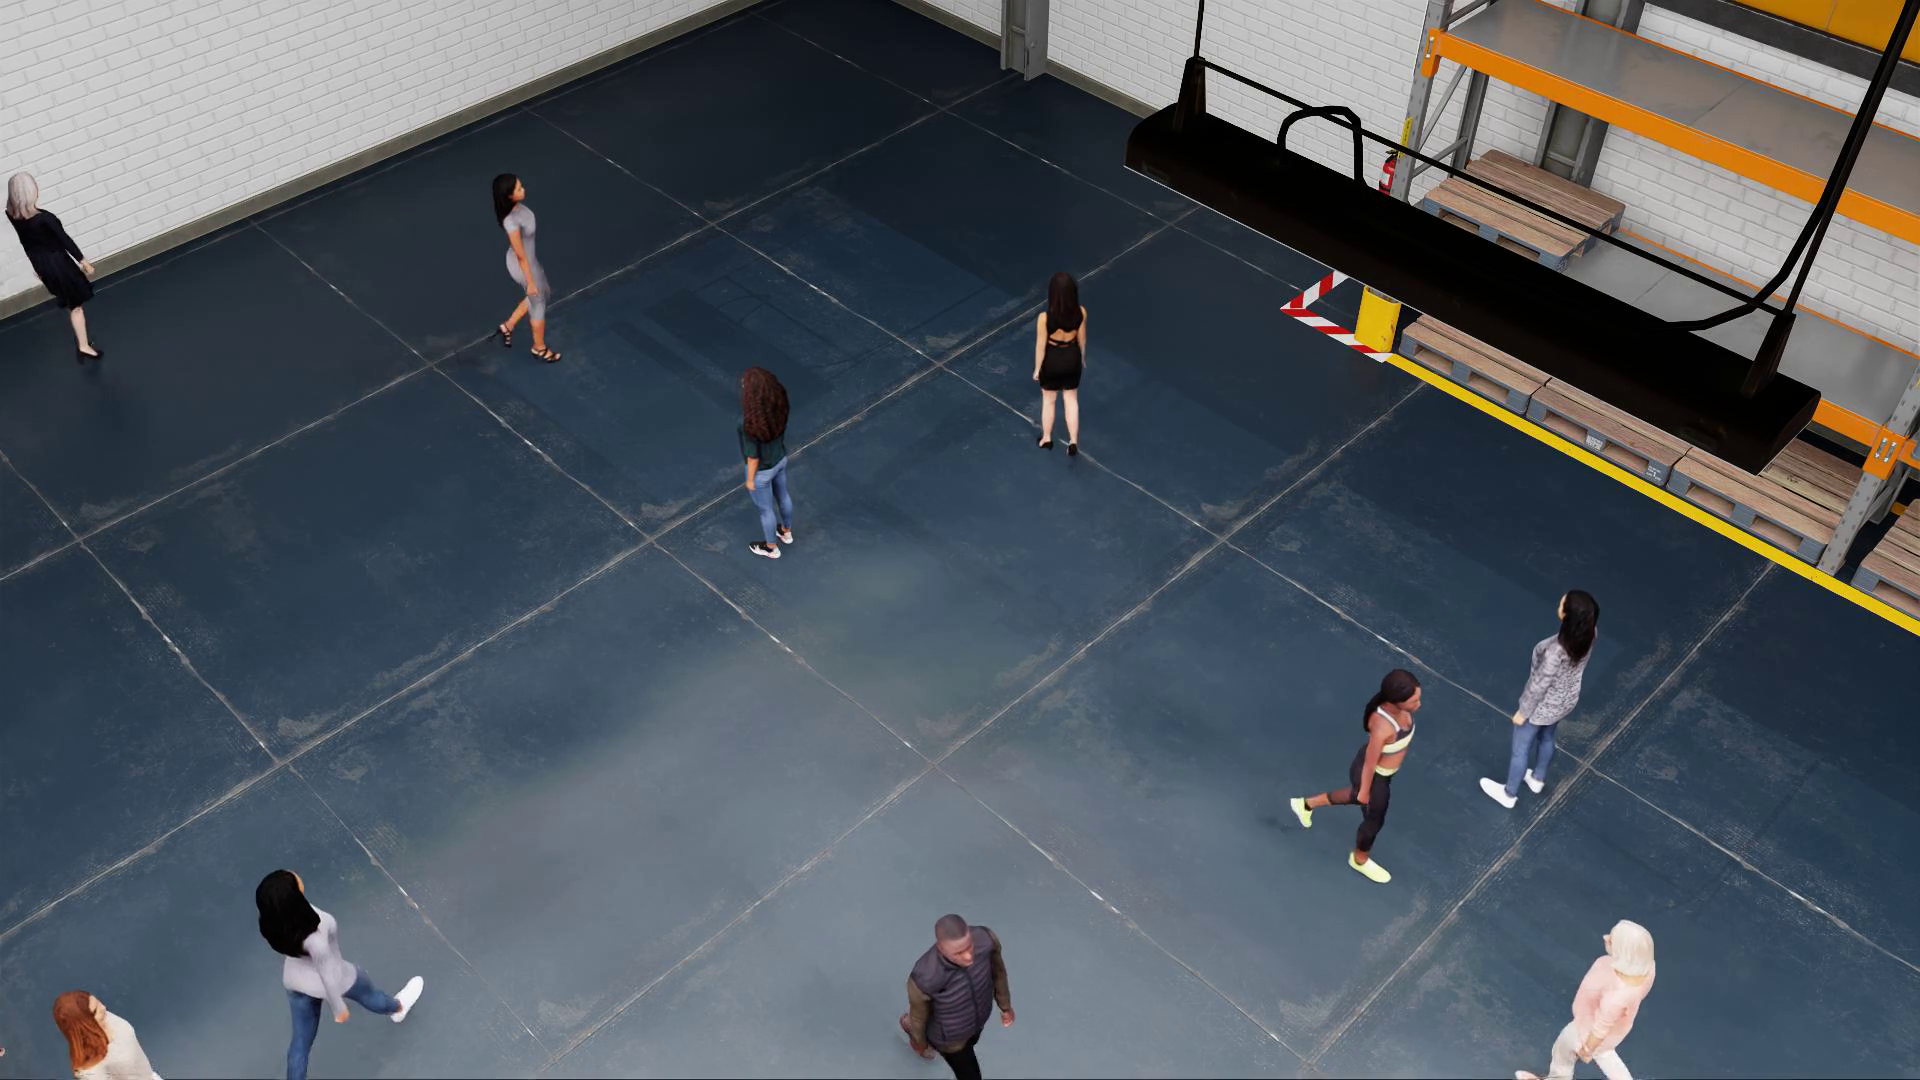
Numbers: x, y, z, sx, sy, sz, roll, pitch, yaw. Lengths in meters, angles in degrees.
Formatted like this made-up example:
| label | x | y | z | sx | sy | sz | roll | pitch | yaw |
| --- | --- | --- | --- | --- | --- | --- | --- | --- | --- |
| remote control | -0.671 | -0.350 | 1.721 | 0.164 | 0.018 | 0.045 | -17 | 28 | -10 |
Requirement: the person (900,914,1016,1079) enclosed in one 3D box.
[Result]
| label | x | y | z | sx | sy | sz | roll | pitch | yaw |
| --- | --- | --- | --- | --- | --- | --- | --- | --- | --- |
| person | -0.055 | 2.390 | 8.510 | 0.700 | 1.804 | 1.134 | -34 | 53 | -30 |

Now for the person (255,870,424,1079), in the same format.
| label | x | y | z | sx | sy | sz | roll | pitch | yaw |
| --- | --- | --- | --- | --- | --- | --- | --- | --- | --- |
| person | -3.388 | 2.372 | 8.617 | 1.237 | 1.683 | 0.956 | 19 | 47 | 19 |

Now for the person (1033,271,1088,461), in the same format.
| label | x | y | z | sx | sy | sz | roll | pitch | yaw |
| --- | --- | --- | --- | --- | --- | --- | --- | --- | --- |
| person | 0.769 | -1.295 | 12.484 | 0.684 | 1.658 | 0.720 | -10 | 45 | -10 |

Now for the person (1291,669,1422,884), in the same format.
| label | x | y | z | sx | sy | sz | roll | pitch | yaw |
| --- | --- | --- | --- | --- | --- | --- | --- | --- | --- |
| person | 2.332 | 1.314 | 9.687 | 0.992 | 1.739 | 0.744 | 20 | 47 | 20 |

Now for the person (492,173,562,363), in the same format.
| label | x | y | z | sx | sy | sz | roll | pitch | yaw |
| --- | --- | --- | --- | --- | --- | --- | --- | --- | --- |
| person | -3.562 | -2.136 | 13.287 | 0.855 | 1.768 | 0.828 | -11 | 45 | -11 |

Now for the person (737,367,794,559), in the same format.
| label | x | y | z | sx | sy | sz | roll | pitch | yaw |
| --- | --- | --- | --- | --- | --- | --- | --- | --- | --- |
| person | -1.363 | -0.547 | 11.729 | 0.652 | 1.617 | 0.646 | 24 | 49 | 23 |

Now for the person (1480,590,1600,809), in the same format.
| label | x | y | z | sx | sy | sz | roll | pitch | yaw |
| --- | --- | --- | --- | --- | --- | --- | --- | --- | --- |
| person | 3.563 | 0.967 | 10.057 | 0.650 | 1.731 | 0.577 | -26 | 50 | -25 |

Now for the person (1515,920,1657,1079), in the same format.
| label | x | y | z | sx | sy | sz | roll | pitch | yaw |
| --- | --- | --- | --- | --- | --- | --- | --- | --- | --- |
| person | 3.340 | 2.498 | 8.468 | 0.913 | 1.706 | 0.672 | 31 | 52 | 29 |

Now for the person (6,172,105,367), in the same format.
| label | x | y | z | sx | sy | sz | roll | pitch | yaw |
| --- | --- | --- | --- | --- | --- | --- | --- | --- | --- |
| person | -7.255 | -2.104 | 13.280 | 0.720 | 1.732 | 0.810 | 13 | 45 | 14 |
